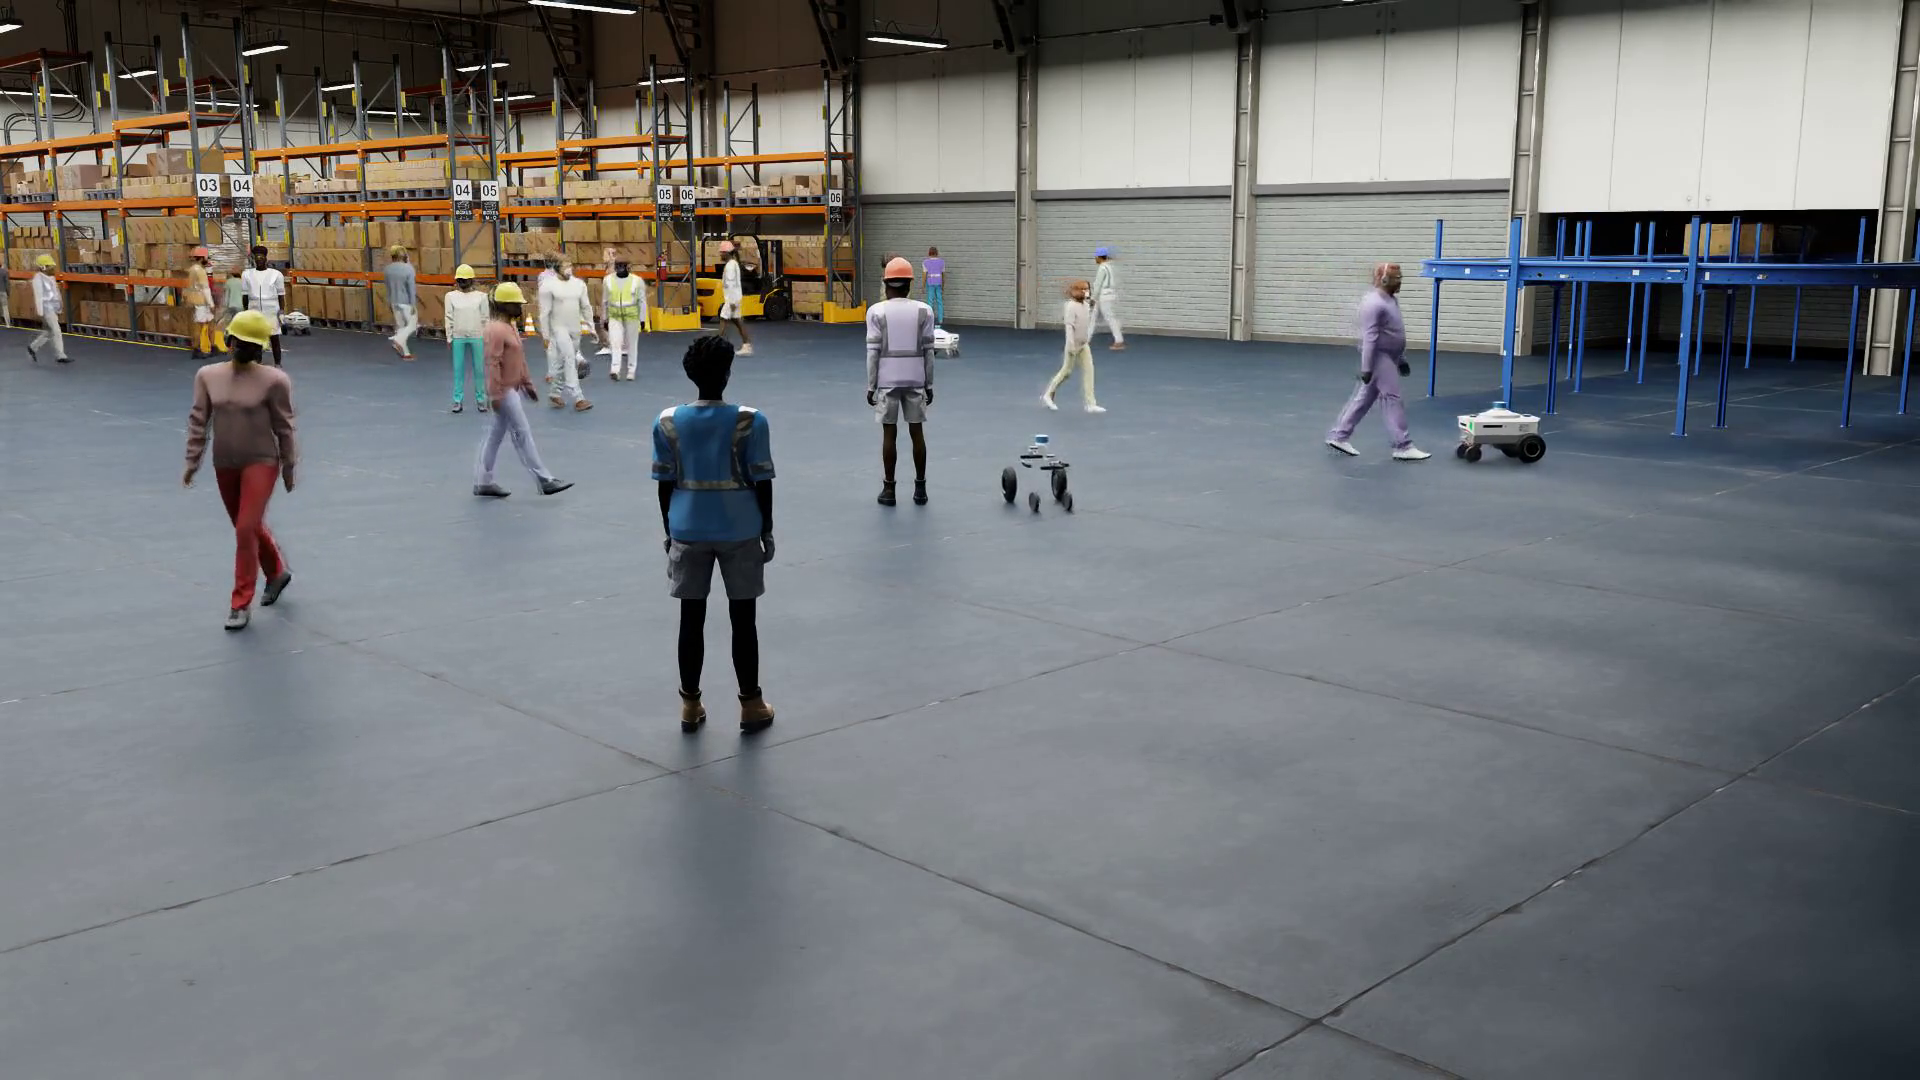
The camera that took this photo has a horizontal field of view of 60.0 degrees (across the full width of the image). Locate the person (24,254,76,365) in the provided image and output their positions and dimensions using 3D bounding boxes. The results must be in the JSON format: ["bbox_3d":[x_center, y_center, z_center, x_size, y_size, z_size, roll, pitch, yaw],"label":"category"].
[{"bbox_3d":[-15.025,-3.785,27.312,0.775,1.808,0.599,-1,10,-7],"label":"person"}]

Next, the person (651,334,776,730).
[{"bbox_3d":[-1.039,-0.027,7.109,0.535,1.698,0.318,1,10,6],"label":"person"}]

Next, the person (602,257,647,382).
[{"bbox_3d":[-4.874,-3.194,24.106,0.657,1.791,0.941,0,10,-3],"label":"person"}]

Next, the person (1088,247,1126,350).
[{"bbox_3d":[2.622,-4.460,30.748,1.003,1.900,0.601,2,11,9],"label":"person"}]

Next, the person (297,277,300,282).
[{"bbox_3d":[-19.713,-7.876,49.263,0.365,1.936,0.545,-2,11,-13],"label":"person"}]

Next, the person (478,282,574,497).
[{"bbox_3d":[-3.539,-1.200,13.408,0.868,1.726,0.543,0,10,-2],"label":"person"}]

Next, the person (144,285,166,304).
[{"bbox_3d":[-19.220,-6.057,39.637,0.989,1.840,0.578,9,14,41],"label":"person"}]

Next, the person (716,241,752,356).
[{"bbox_3d":[-4.126,-4.210,29.110,0.984,1.992,0.631,1,10,3],"label":"person"}]

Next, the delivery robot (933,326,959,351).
[{"bbox_3d":[-0.389,-3.492,28.987,0.707,0.478,0.477,4,11,23],"label":"delivery robot"}]

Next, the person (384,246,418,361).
[{"bbox_3d":[-9.443,-3.979,28.060,0.630,1.925,0.526,4,11,22],"label":"person"}]

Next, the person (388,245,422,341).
[{"bbox_3d":[-11.254,-4.990,33.578,0.646,1.911,0.639,5,11,23],"label":"person"}]

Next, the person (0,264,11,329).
[{"bbox_3d":[-21.718,-5.577,37.550,0.506,1.631,0.267,-9,13,-39],"label":"person"}]

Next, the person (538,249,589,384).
[{"bbox_3d":[-5.690,-3.178,23.707,0.670,1.923,0.640,6,12,29],"label":"person"}]

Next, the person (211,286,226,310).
[{"bbox_3d":[-16.333,-5.478,36.327,0.643,1.883,0.793,-6,12,-28],"label":"person"}]

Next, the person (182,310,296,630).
[{"bbox_3d":[-3.936,-0.426,9.245,0.544,1.710,0.857,1,10,6],"label":"person"}]

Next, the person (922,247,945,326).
[{"bbox_3d":[-0.611,-5.946,39.000,0.563,1.839,0.394,-4,11,-19],"label":"person"}]

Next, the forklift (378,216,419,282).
[{"bbox_3d":[-17.868,-9.201,54.028,1.873,2.768,1.129,-10,14,-44],"label":"forklift"}]

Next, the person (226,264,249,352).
[{"bbox_3d":[-13.016,-4.150,29.857,0.515,1.604,0.662,3,11,16],"label":"person"}]

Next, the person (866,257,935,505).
[{"bbox_3d":[-0.476,-1.255,13.157,0.548,1.934,0.374,-2,11,-11],"label":"person"}]

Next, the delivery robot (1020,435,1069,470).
[{"bbox_3d":[0.644,-0.713,13.124,0.335,0.223,0.698,-2,11,-11],"label":"delivery robot"}]

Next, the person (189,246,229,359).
[{"bbox_3d":[-12.937,-4.085,28.645,0.764,1.910,0.580,-8,13,-36],"label":"person"}]

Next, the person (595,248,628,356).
[{"bbox_3d":[-6.190,-4.179,29.223,0.699,1.884,0.685,-1,10,-8],"label":"person"}]

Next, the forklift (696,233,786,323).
[{"bbox_3d":[-5.496,-6.489,41.108,2.313,2.155,1.214,-10,14,-44],"label":"forklift"}]

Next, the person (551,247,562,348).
[{"bbox_3d":[-7.591,-4.586,31.463,0.341,1.882,0.587,6,12,30],"label":"person"}]

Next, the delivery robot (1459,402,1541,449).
[{"bbox_3d":[5.113,-1.069,15.771,0.707,0.478,0.477,0,10,-2],"label":"delivery robot"}]

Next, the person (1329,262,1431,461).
[{"bbox_3d":[3.997,-1.706,15.842,0.984,1.866,0.644,5,11,23],"label":"person"}]

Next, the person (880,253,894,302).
[{"bbox_3d":[-1.110,-4.124,29.240,0.615,1.806,0.699,3,11,17],"label":"person"}]

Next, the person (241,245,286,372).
[{"bbox_3d":[-10.252,-3.350,24.495,0.608,1.966,0.365,-2,11,-11],"label":"person"}]

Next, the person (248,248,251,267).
[{"bbox_3d":[-14.743,-5.159,34.541,0.559,1.909,0.711,-2,11,-9],"label":"person"}]

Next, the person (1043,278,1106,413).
[{"bbox_3d":[1.365,-2.353,20.055,0.808,1.604,0.514,8,13,36],"label":"person"}]

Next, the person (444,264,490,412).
[{"bbox_3d":[-5.916,-2.424,20.007,0.524,1.764,0.329,-2,11,-13],"label":"person"}]

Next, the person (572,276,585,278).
[{"bbox_3d":[-10.493,-7.090,45.530,0.483,1.737,0.320,3,11,18],"label":"person"}]

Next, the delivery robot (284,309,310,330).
[{"bbox_3d":[-14.185,-4.695,35.546,0.477,0.478,0.707,-9,13,-39],"label":"delivery robot"}]

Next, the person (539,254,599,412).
[{"bbox_3d":[-4.788,-2.529,20.251,1.021,1.889,0.641,9,14,40],"label":"person"}]
